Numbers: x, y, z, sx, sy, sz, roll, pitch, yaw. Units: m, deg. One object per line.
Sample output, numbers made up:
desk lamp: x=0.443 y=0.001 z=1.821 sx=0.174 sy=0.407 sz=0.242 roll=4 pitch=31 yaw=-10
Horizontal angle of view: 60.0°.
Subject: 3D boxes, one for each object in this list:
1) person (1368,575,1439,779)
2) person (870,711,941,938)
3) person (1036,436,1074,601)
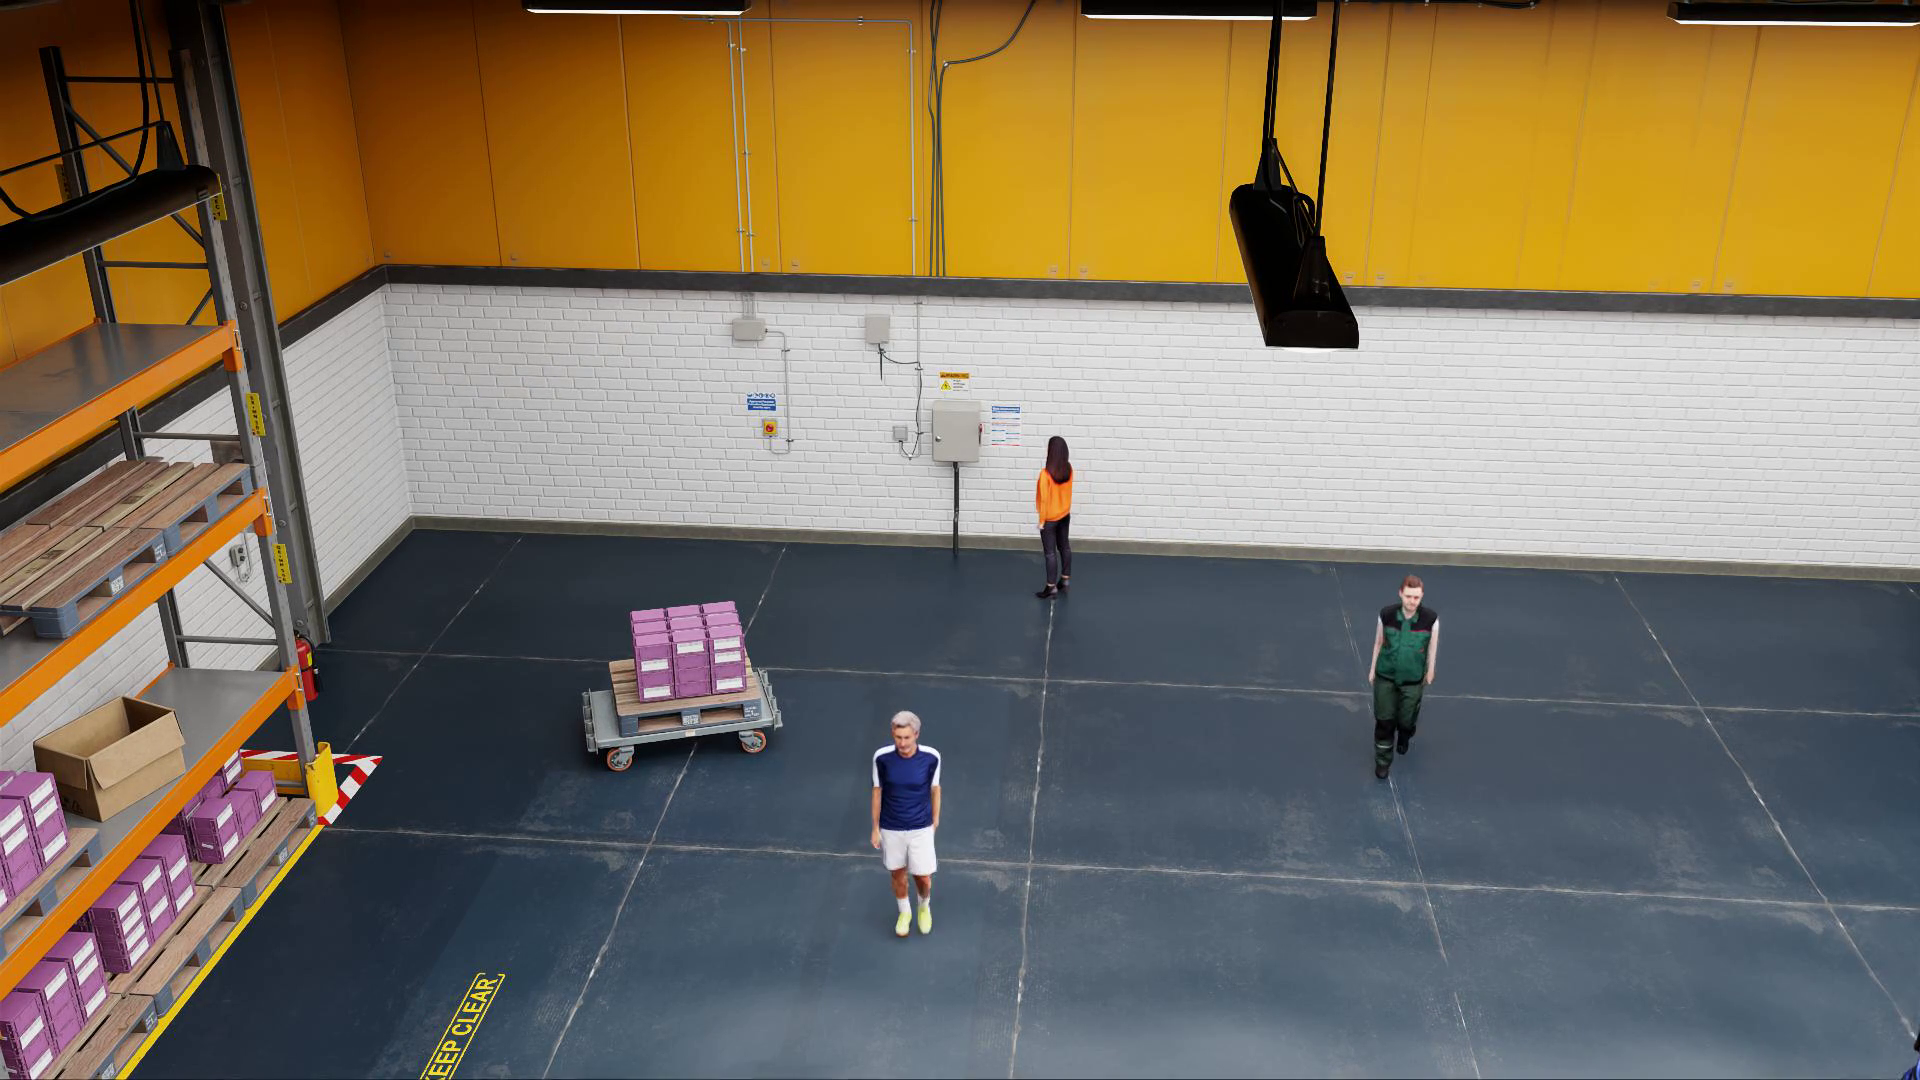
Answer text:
person: x=3.671 y=1.088 z=13.834 sx=0.779 sy=1.825 sz=0.901 roll=8 pitch=25 yaw=18
person: x=-0.382 y=1.969 z=11.823 sx=0.627 sy=1.821 sz=0.577 roll=1 pitch=24 yaw=3
person: x=0.974 y=-0.236 z=16.959 sx=0.768 sy=1.749 sz=0.686 roll=21 pitch=31 yaw=39
